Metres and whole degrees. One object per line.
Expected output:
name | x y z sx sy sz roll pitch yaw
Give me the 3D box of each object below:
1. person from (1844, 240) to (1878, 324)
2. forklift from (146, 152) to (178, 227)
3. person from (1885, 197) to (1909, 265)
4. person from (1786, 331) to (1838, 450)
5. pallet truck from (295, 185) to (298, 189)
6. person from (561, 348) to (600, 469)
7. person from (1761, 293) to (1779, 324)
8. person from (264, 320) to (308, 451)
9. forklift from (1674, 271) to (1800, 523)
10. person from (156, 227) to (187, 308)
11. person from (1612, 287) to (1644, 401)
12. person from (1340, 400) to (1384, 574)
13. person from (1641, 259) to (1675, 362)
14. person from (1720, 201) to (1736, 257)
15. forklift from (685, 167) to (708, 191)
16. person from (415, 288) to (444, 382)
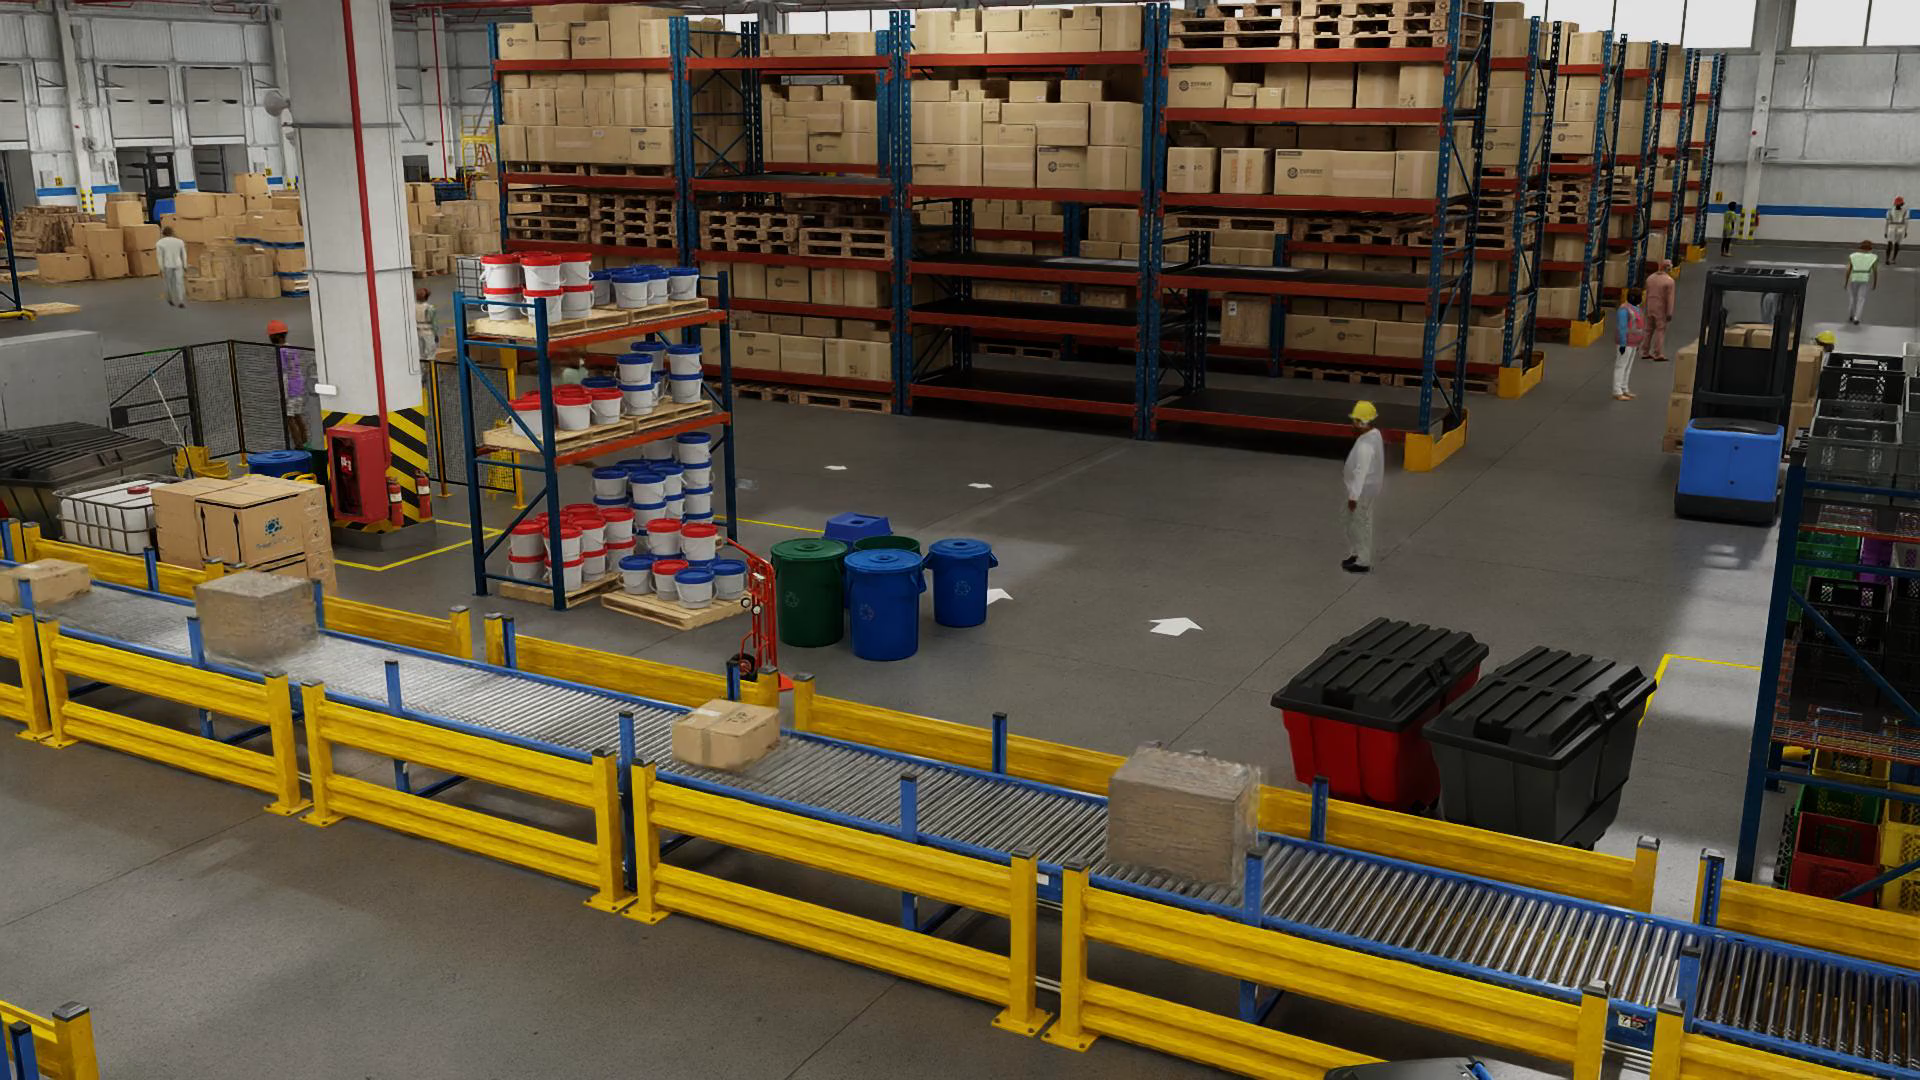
person | 19.727 -5.650 36.414 0.606 1.790 0.969 9 17 31
forklift | -30.086 -13.242 62.882 1.873 2.768 1.129 8 17 28
person | 27.623 -9.120 49.097 0.610 1.993 1.053 8 17 28
person | 11.810 -2.043 23.005 0.924 1.720 0.537 6 16 22
pallet truck | -26.804 -14.617 69.738 1.885 1.965 0.823 -14 20 -42
person | -4.984 -1.740 22.054 0.695 1.604 0.530 6 16 22
person | 14.652 -3.912 30.189 0.277 1.636 0.502 14 20 42
person | -9.145 -2.022 22.579 0.456 1.916 0.556 -2 15 -8
forklift | 9.269 -1.763 19.726 1.129 2.768 1.873 8 17 27
person | -18.547 -6.425 39.173 0.653 1.877 1.059 -10 18 -32
person | 10.911 -3.198 27.122 0.429 1.840 0.622 13 20 40
person | 4.097 -0.536 17.139 0.497 1.818 0.618 5 16 19
person | 13.105 -4.298 31.149 0.399 1.899 0.651 -7 16 -23
person | 23.882 -9.648 51.634 0.321 1.697 0.530 0 15 -1
forklift | -7.871 -9.672 49.461 1.129 2.768 1.873 8 17 28
person | -9.241 -3.535 28.763 0.516 1.640 0.314 6 16 22
